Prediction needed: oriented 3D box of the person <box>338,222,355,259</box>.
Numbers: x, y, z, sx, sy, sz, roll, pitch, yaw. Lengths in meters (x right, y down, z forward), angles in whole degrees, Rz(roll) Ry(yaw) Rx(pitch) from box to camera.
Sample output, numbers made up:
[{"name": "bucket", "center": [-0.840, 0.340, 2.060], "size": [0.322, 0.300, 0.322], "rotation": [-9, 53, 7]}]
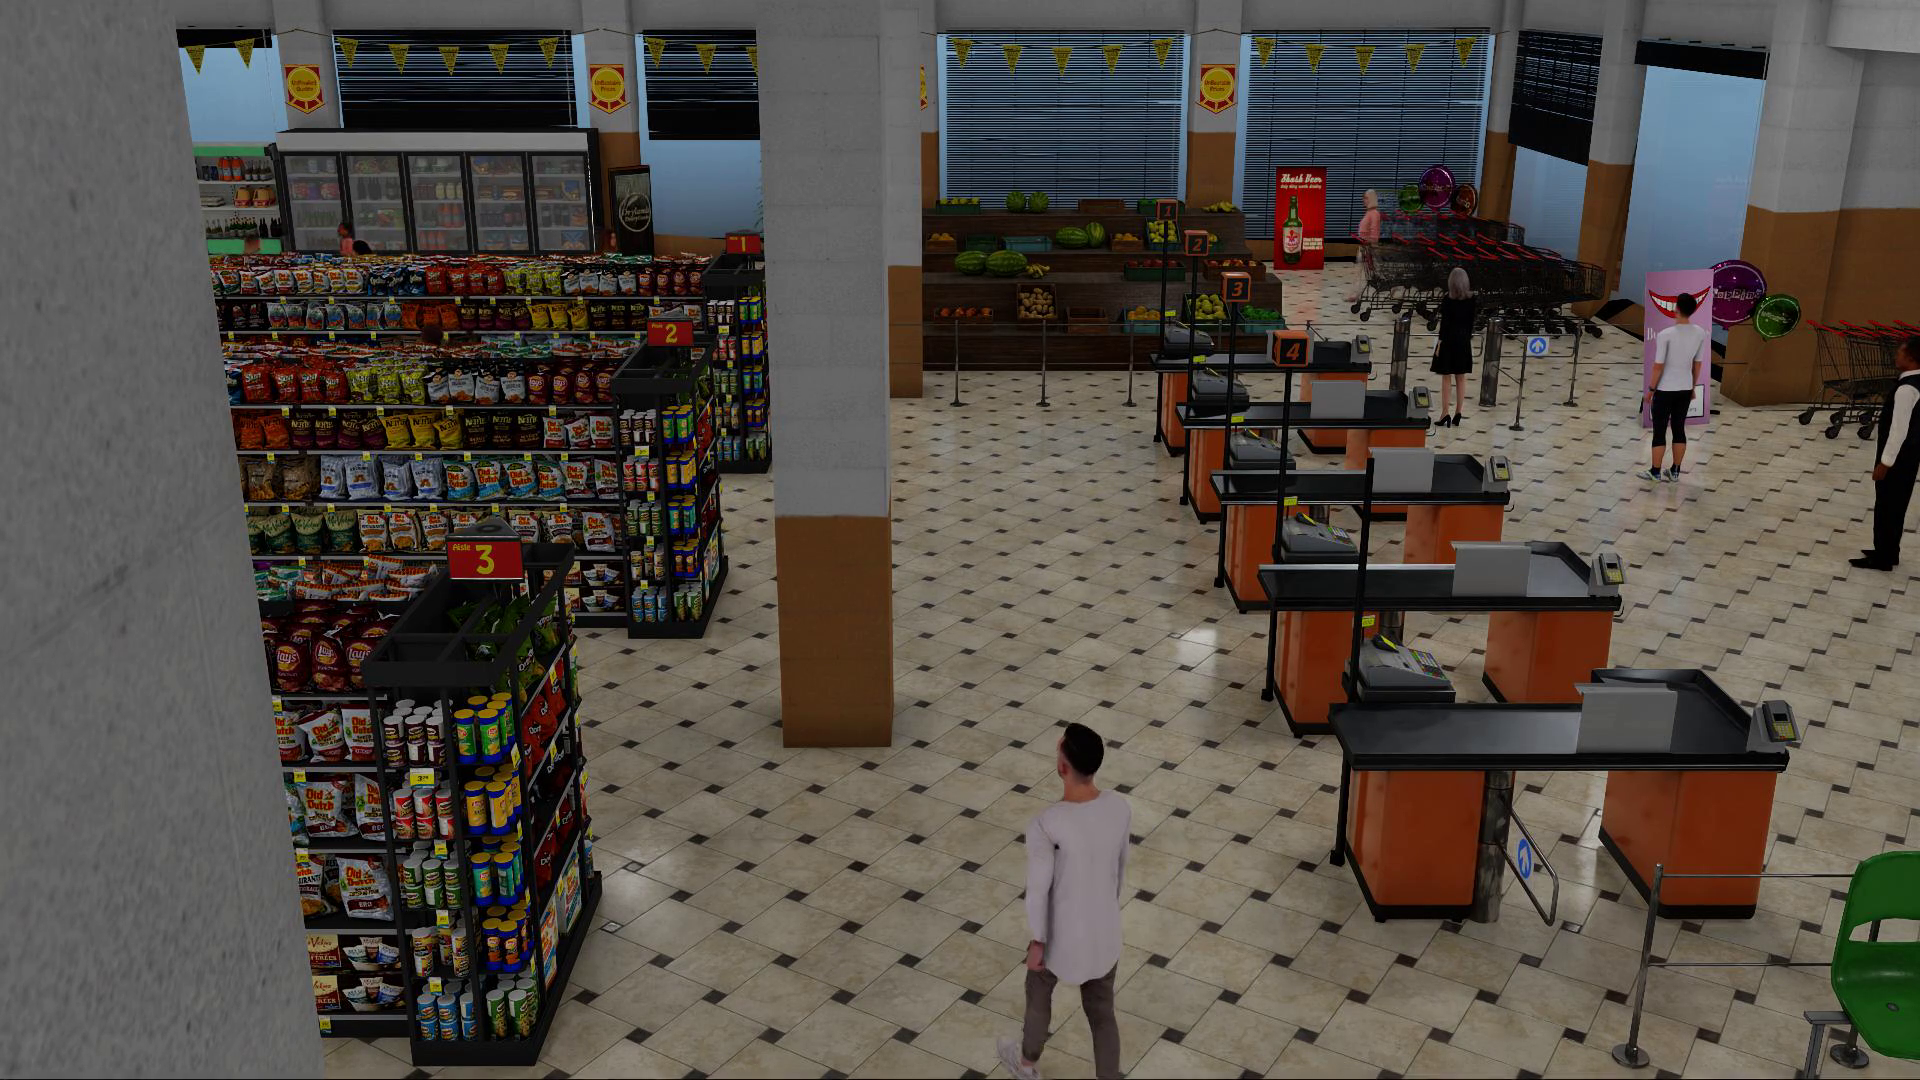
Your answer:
[{"name": "person", "center": [-8.974, -4.057, 24.647], "size": [0.961, 1.296, 0.757], "rotation": [-10, 21, -27]}]

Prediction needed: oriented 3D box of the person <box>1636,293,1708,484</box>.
[{"name": "person", "center": [6.922, -1.474, 16.119], "size": [0.569, 1.852, 0.765], "rotation": [-3, 19, -10]}]

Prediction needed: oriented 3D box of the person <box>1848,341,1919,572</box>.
[{"name": "person", "center": [7.744, -0.700, 13.716], "size": [0.767, 1.920, 0.827], "rotation": [-18, 25, -42]}]

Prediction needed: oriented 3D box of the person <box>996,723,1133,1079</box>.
[{"name": "person", "center": [0.537, 1.659, 6.888], "size": [1.035, 1.813, 1.018], "rotation": [-10, 21, -26]}]

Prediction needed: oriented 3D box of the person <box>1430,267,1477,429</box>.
[{"name": "person", "center": [5.390, -2.108, 18.163], "size": [0.597, 1.746, 0.722], "rotation": [-6, 19, -16]}]

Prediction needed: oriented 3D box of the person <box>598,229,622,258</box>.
[{"name": "person", "center": [-4.450, -3.134, 21.281], "size": [0.690, 1.699, 0.667], "rotation": [12, 22, 32]}]

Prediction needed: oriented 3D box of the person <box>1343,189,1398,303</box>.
[{"name": "person", "center": [6.242, -4.406, 25.048], "size": [1.024, 1.702, 0.616], "rotation": [-1, 19, -3]}]
